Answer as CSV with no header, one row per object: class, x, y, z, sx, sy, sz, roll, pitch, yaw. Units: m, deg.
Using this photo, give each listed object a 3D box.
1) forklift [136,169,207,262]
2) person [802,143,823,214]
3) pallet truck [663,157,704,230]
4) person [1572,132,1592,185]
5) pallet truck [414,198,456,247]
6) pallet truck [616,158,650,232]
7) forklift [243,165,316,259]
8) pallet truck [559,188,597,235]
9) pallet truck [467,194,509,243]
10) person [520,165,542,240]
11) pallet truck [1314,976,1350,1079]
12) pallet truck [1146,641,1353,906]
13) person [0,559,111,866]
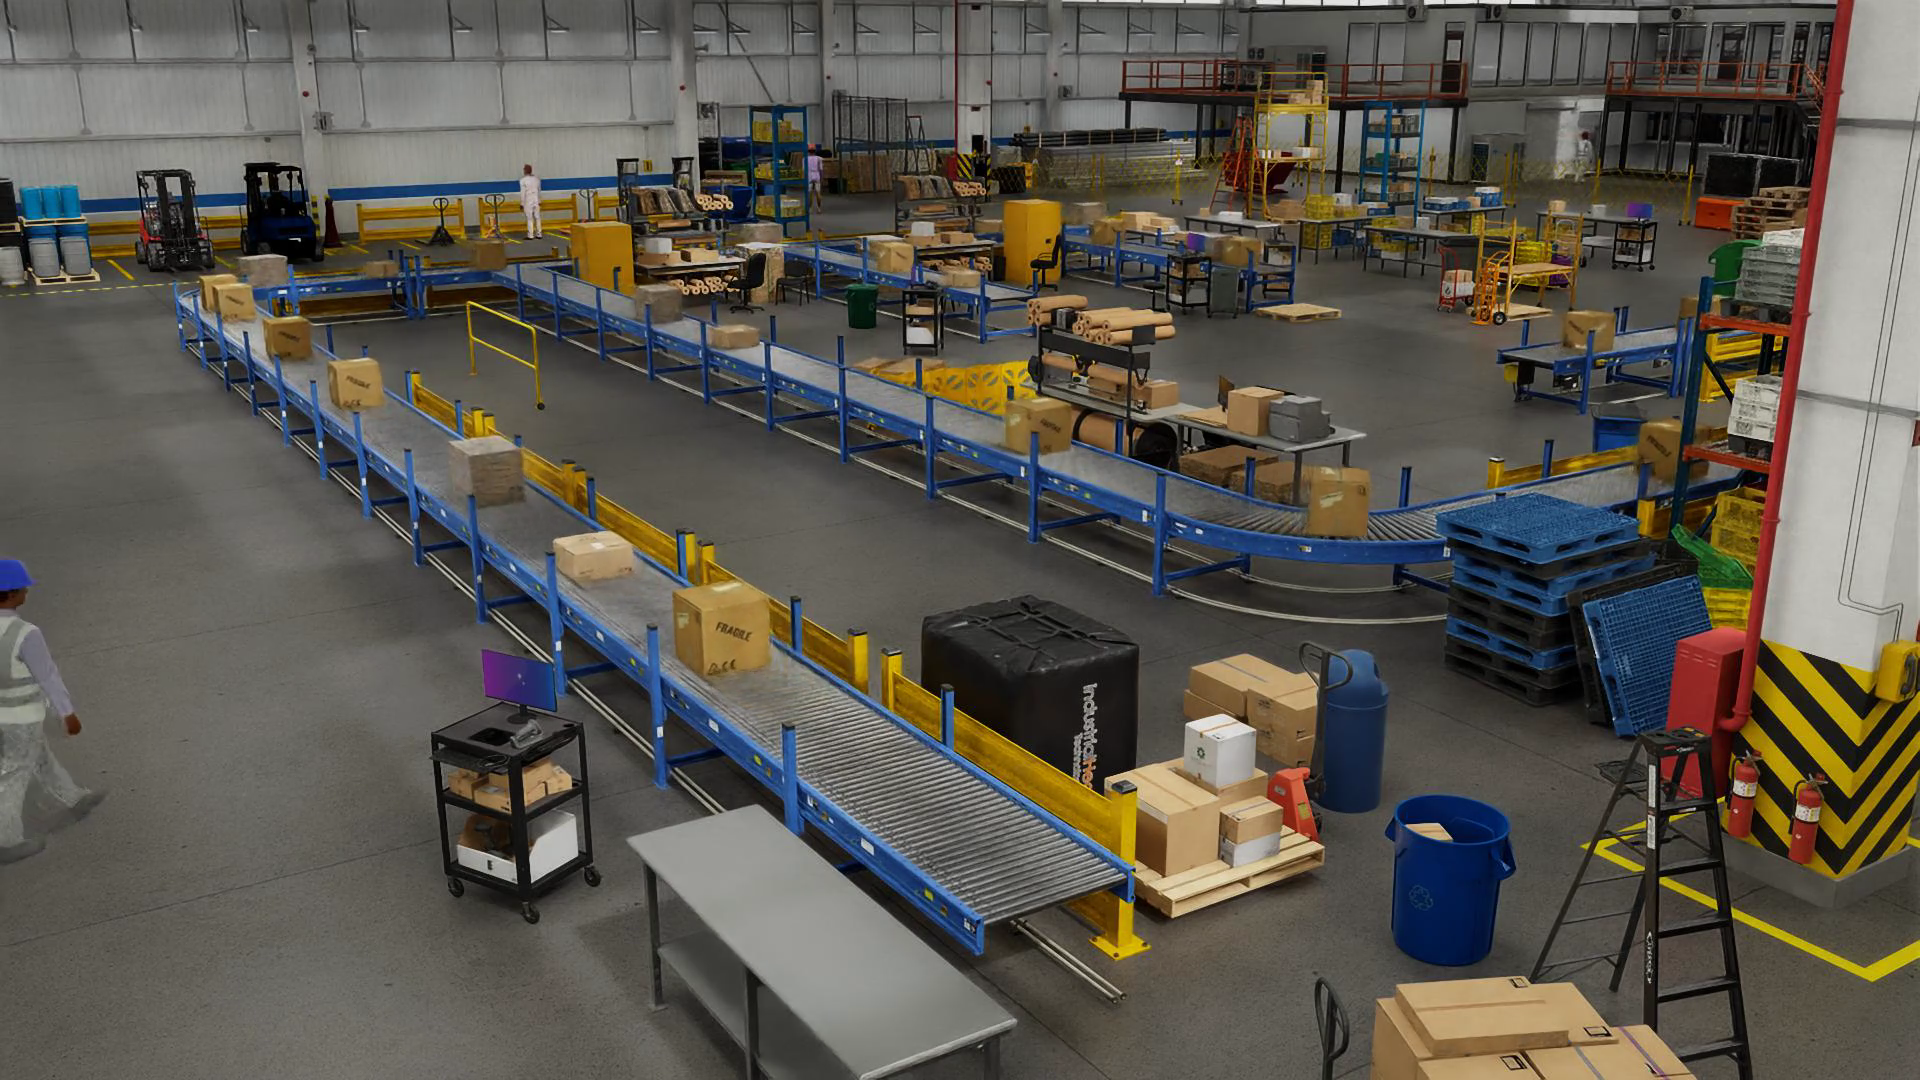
forklift,-17.842,-7.318,37.559,1.157,1.987,2.680,-10,20,-31
person,-4.350,-10.669,49.144,0.604,2.044,0.375,-4,17,-13
pallet truck,-7.586,-9.308,44.692,0.823,1.965,1.885,-11,20,-33
person,22.072,-13.518,59.002,1.004,1.837,0.576,-11,20,-33
pallet truck,-13.250,-8.060,41.856,0.680,1.201,1.601,-10,20,-31
pallet truck,-8.918,-9.176,44.255,0.823,1.965,1.885,-9,19,-27
forklift,-15.898,-7.669,38.708,1.157,1.987,2.680,-11,20,-33
pallet truck,-10.010,-8.652,43.699,0.653,1.274,1.630,-10,20,-31
pallet truck,-11.983,-8.177,42.137,0.704,1.261,1.522,-11,20,-33
person,-11.050,-8.671,42.729,0.407,1.910,0.638,12,20,35
pallet truck,2.299,2.390,7.086,1.601,1.201,0.680,-2,17,-7
pallet truck,1.664,1.407,10.232,1.630,1.274,0.653,-10,20,-31
person,-5.794,1.024,10.464,0.654,1.902,0.947,9,19,27
